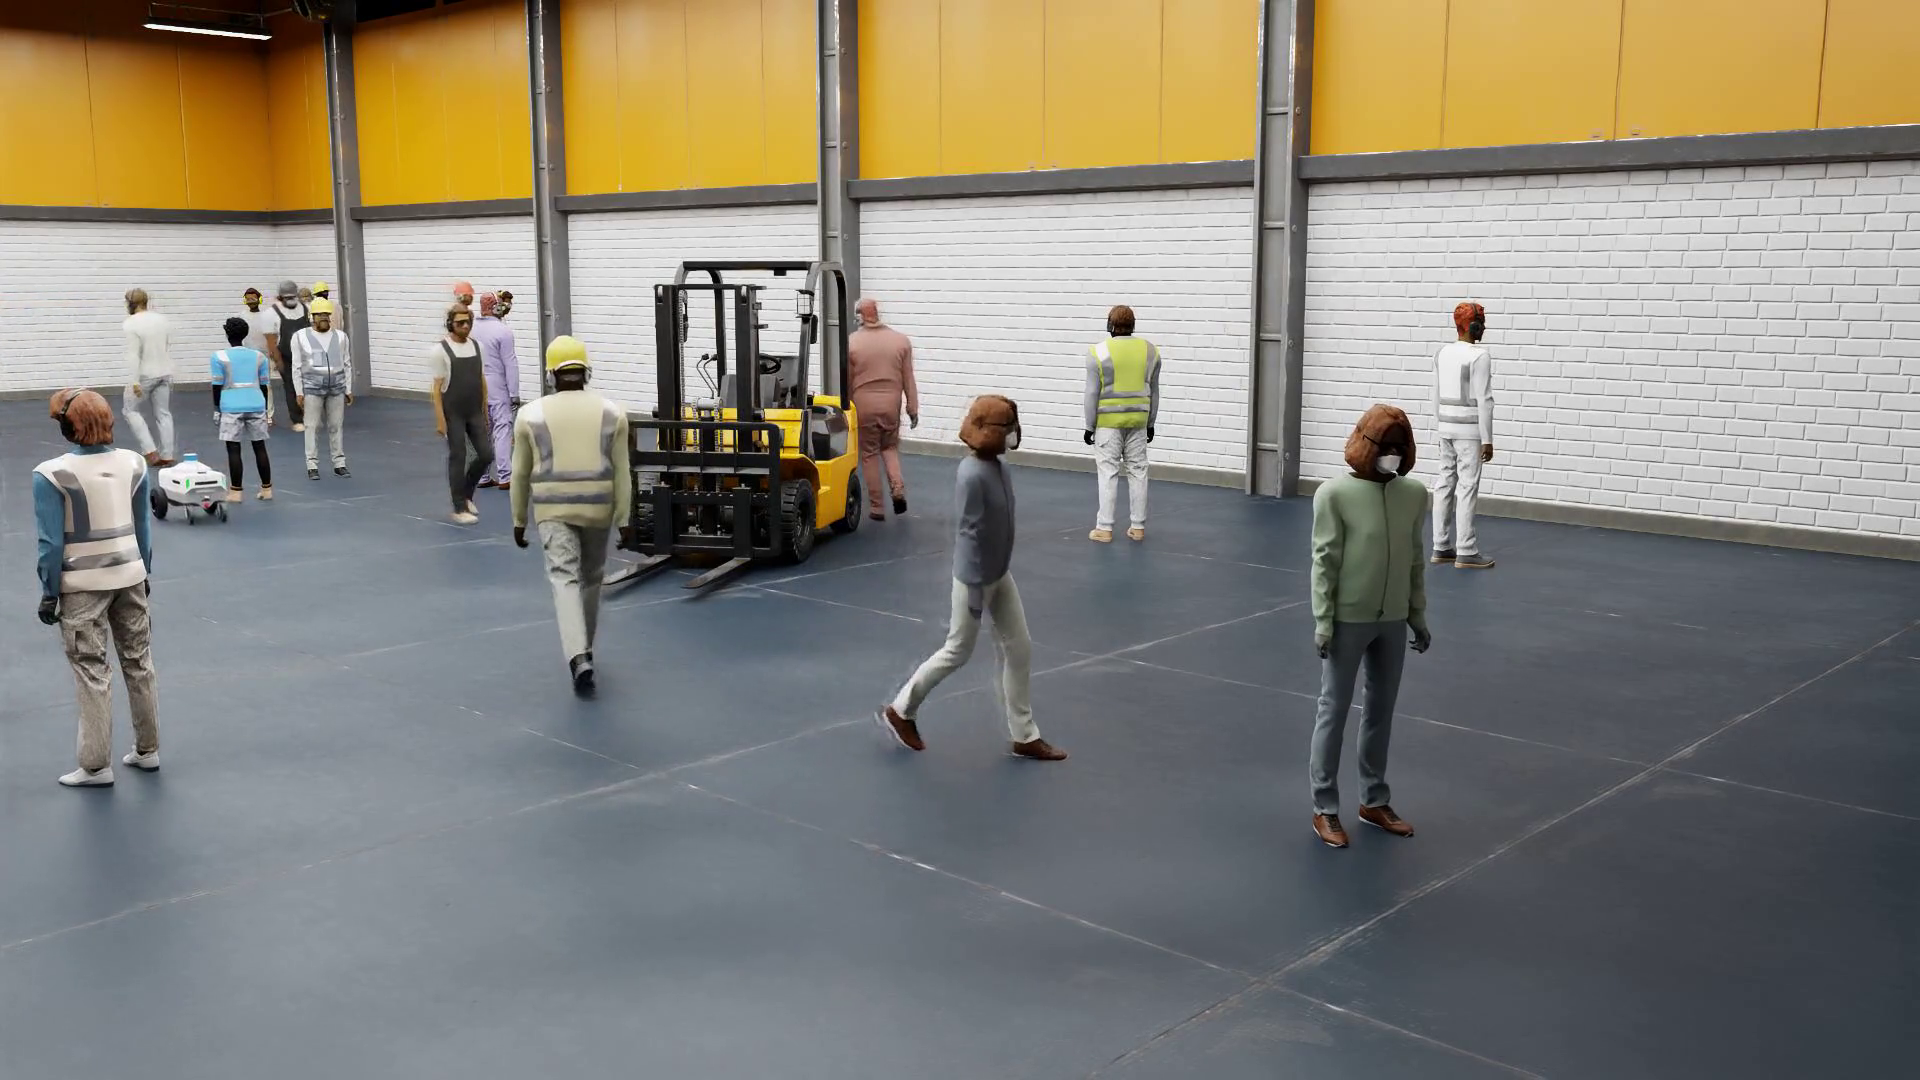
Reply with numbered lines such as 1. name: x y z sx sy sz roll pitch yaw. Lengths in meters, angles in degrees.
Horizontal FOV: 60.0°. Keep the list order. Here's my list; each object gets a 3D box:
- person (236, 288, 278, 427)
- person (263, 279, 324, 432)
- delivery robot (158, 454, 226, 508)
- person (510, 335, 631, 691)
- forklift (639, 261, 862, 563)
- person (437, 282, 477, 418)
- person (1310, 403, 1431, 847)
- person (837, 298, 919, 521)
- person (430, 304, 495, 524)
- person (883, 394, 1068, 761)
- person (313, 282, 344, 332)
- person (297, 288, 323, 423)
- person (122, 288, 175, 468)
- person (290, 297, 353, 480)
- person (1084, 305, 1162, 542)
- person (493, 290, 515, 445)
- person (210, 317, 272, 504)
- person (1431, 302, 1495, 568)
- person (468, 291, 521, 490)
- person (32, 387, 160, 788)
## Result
1. person: -9.449 -2.451 22.368 0.533 1.868 0.310 -3 10 -16
2. person: -8.638 -2.411 21.595 0.725 2.000 0.546 -8 13 -42
3. delivery robot: -6.487 -0.486 14.046 0.477 0.478 0.707 -9 13 -42
4. person: -1.983 -0.149 8.518 0.595 1.791 0.937 -3 10 -20
5. forklift: -1.552 -1.040 12.721 1.214 2.155 2.313 2 9 11
6. person: -6.860 -2.598 23.058 1.010 1.945 0.631 1 9 3
7. person: 1.519 0.309 6.162 0.498 1.633 0.277 -4 10 -23
8. person: -0.715 -1.093 14.012 0.696 1.877 0.430 -3 10 -19
9. person: -4.123 -1.038 13.809 0.407 1.831 0.534 8 12 39
10. person: 0.042 0.160 7.191 0.803 1.599 0.508 4 10 22
11. person: -9.718 -2.989 25.503 0.373 1.921 0.585 6 11 31
12. person: -9.012 -2.524 22.876 1.108 1.871 0.668 8 12 42
13. person: -8.612 -1.703 17.638 0.480 1.922 0.647 3 10 17
14. person: -6.428 -1.527 16.802 0.589 1.836 0.404 -7 12 -38
15. person: 1.243 -0.901 12.949 0.627 1.844 0.429 -3 10 -18
16. person: -5.517 -2.071 20.054 0.328 1.865 0.517 -1 9 -8
17. person: -6.510 -1.172 15.090 0.330 1.688 0.538 9 13 42
18. person: 3.592 -0.743 11.853 0.355 1.882 0.576 -4 10 -22
19. person: -4.472 -1.434 16.014 0.655 1.906 0.407 5 11 29
20. person: -3.536 0.195 6.835 0.307 1.644 0.514 4 10 24
